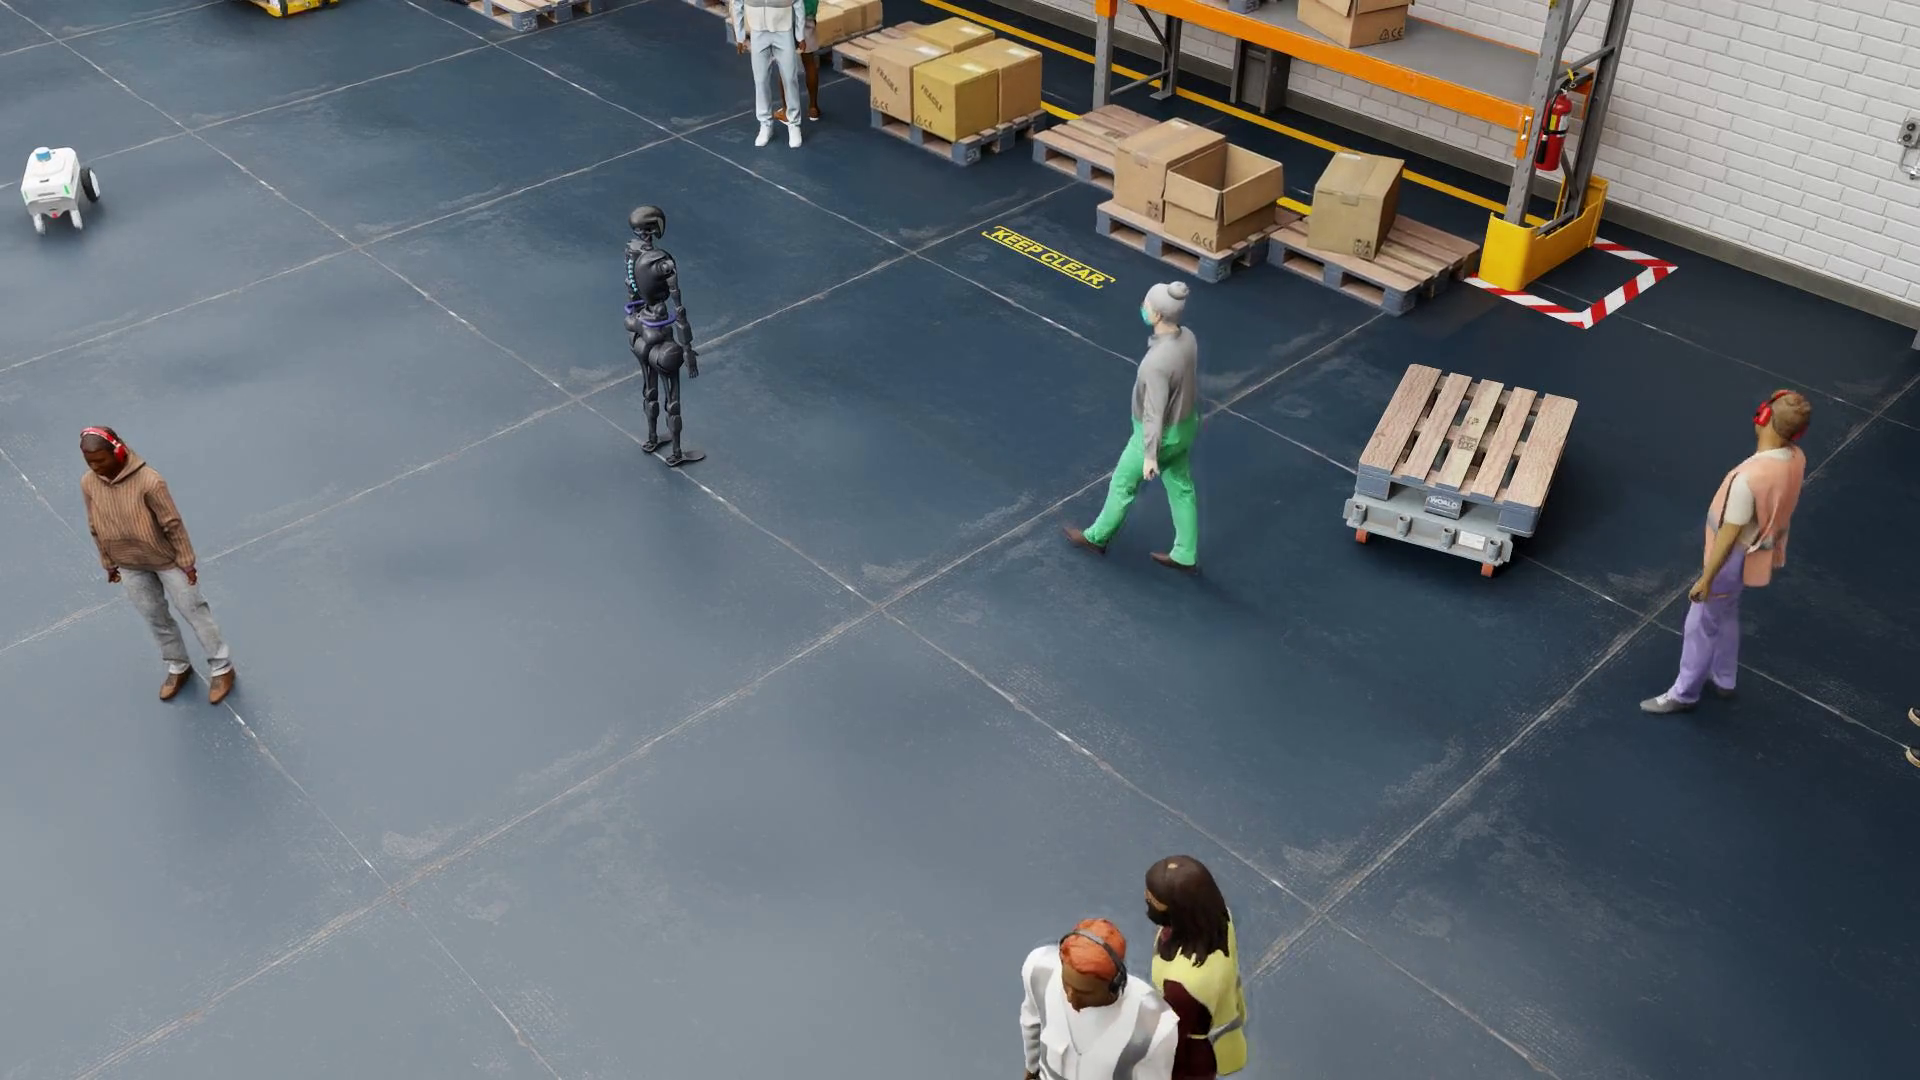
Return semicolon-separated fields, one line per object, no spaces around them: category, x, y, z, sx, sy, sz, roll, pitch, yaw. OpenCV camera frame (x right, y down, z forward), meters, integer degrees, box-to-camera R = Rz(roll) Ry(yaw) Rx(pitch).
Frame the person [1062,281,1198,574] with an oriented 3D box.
person;0.999;-0.647;9.108;0.870;1.803;0.562;22;42;26

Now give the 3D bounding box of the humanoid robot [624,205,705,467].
humanoid robot;-1.815;-1.239;9.994;0.315;1.657;0.599;-28;45;-32

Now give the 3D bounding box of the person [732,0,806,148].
person;-1.567;-4.187;13.741;0.595;1.884;0.408;0;37;1

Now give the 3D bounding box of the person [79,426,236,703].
person;-4.006;0.105;8.253;0.475;1.643;0.324;2;37;2

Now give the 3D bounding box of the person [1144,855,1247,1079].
person;0.754;1.773;5.960;0.537;1.753;0.471;4;37;6

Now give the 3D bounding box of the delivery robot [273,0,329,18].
delivery robot;-6.754;-5.638;16.753;0.499;0.586;0.765;-24;43;-28

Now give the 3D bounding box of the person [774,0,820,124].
person;-1.427;-4.439;14.098;0.493;1.851;0.395;-12;39;-16

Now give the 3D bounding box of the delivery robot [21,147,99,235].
delivery robot;-7.059;-2.763;12.969;0.499;0.613;0.807;-11;39;-15

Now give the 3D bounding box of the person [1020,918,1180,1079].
person;0.447;1.913;5.679;0.590;1.868;0.471;18;41;22

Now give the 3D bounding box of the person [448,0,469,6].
person;-5.090;-6.163;16.459;0.478;1.748;0.569;-30;46;-33

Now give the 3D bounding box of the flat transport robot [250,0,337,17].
flat transport robot;-7.070;-5.704;17.084;1.431;0.231;0.659;31;47;34

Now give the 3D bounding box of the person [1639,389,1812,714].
person;3.796;0.119;8.109;0.384;1.809;0.668;29;46;32

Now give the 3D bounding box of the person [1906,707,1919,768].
person;4.926;0.280;7.756;0.361;1.963;0.613;18;41;22
